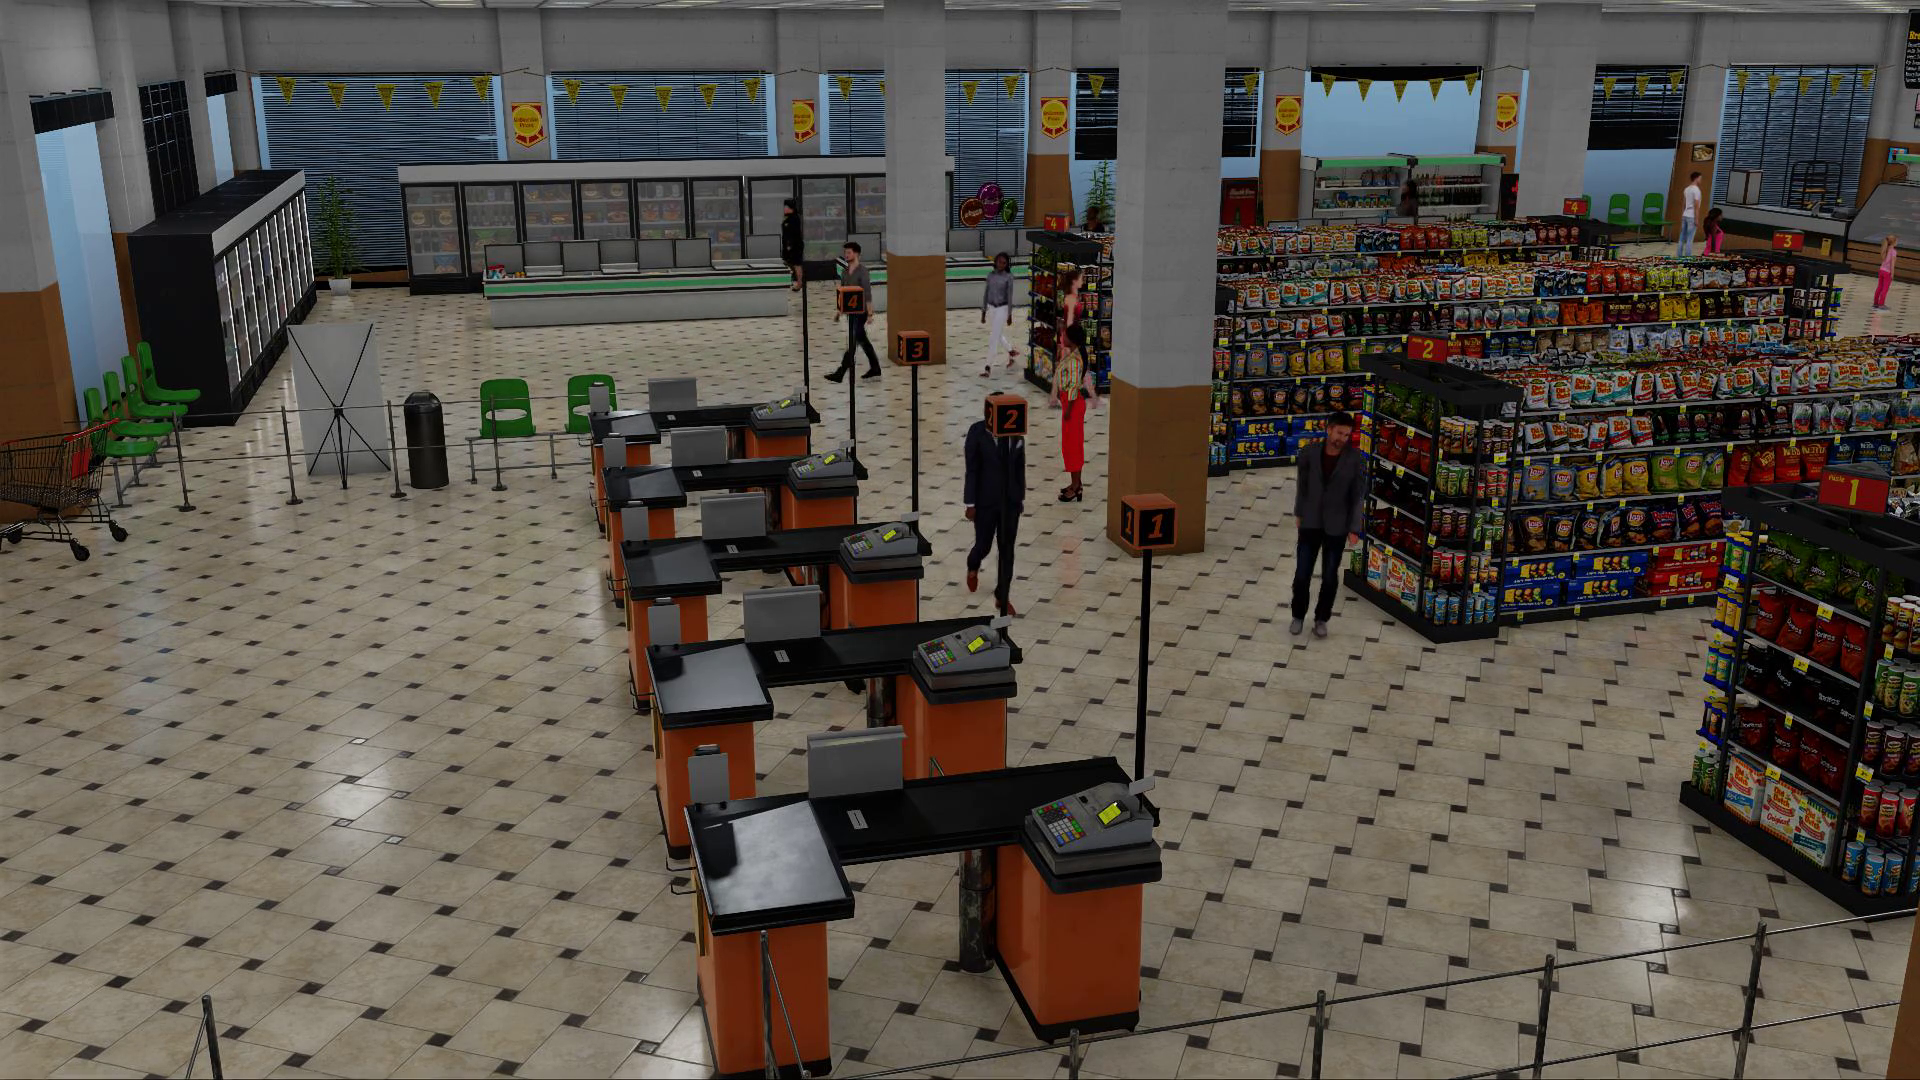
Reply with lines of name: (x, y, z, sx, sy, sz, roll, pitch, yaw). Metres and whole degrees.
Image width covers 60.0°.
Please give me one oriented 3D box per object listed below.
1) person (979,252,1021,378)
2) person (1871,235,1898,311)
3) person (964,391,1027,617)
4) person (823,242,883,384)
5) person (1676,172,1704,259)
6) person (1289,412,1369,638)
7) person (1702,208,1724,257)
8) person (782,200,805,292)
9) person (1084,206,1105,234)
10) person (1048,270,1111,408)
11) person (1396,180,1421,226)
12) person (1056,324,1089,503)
person: (0.575, -3.089, 22.828, 1.080, 1.687, 1.217, 14, 22, 39)
person: (15.860, -4.587, 28.485, 0.516, 1.268, 0.510, -1, 17, -5)
person: (0.257, -0.325, 13.525, 0.911, 1.803, 0.798, -6, 18, -20)
person: (-1.314, -3.026, 22.339, 1.310, 1.852, 1.022, -13, 21, -36)
person: (14.981, -6.610, 34.138, 0.582, 1.852, 0.668, -3, 17, -8)
person: (2.786, -0.116, 12.796, 0.846, 1.827, 0.928, 10, 20, 30)
person: (12.841, -4.829, 28.497, 0.695, 1.723, 0.663, 5, 18, 16)
person: (-2.977, -5.373, 30.396, 0.699, 1.661, 0.735, -5, 18, -17)
person: (2.314, -4.682, 27.936, 1.206, 1.767, 0.992, -16, 23, -41)
person: (1.312, -2.486, 20.785, 1.068, 1.721, 0.724, -1, 17, -3)
person: (8.794, -6.070, 32.431, 1.137, 1.811, 0.664, -4, 17, -12)
person: (1.135, -1.279, 16.685, 0.669, 1.793, 0.672, 3, 17, 10)
